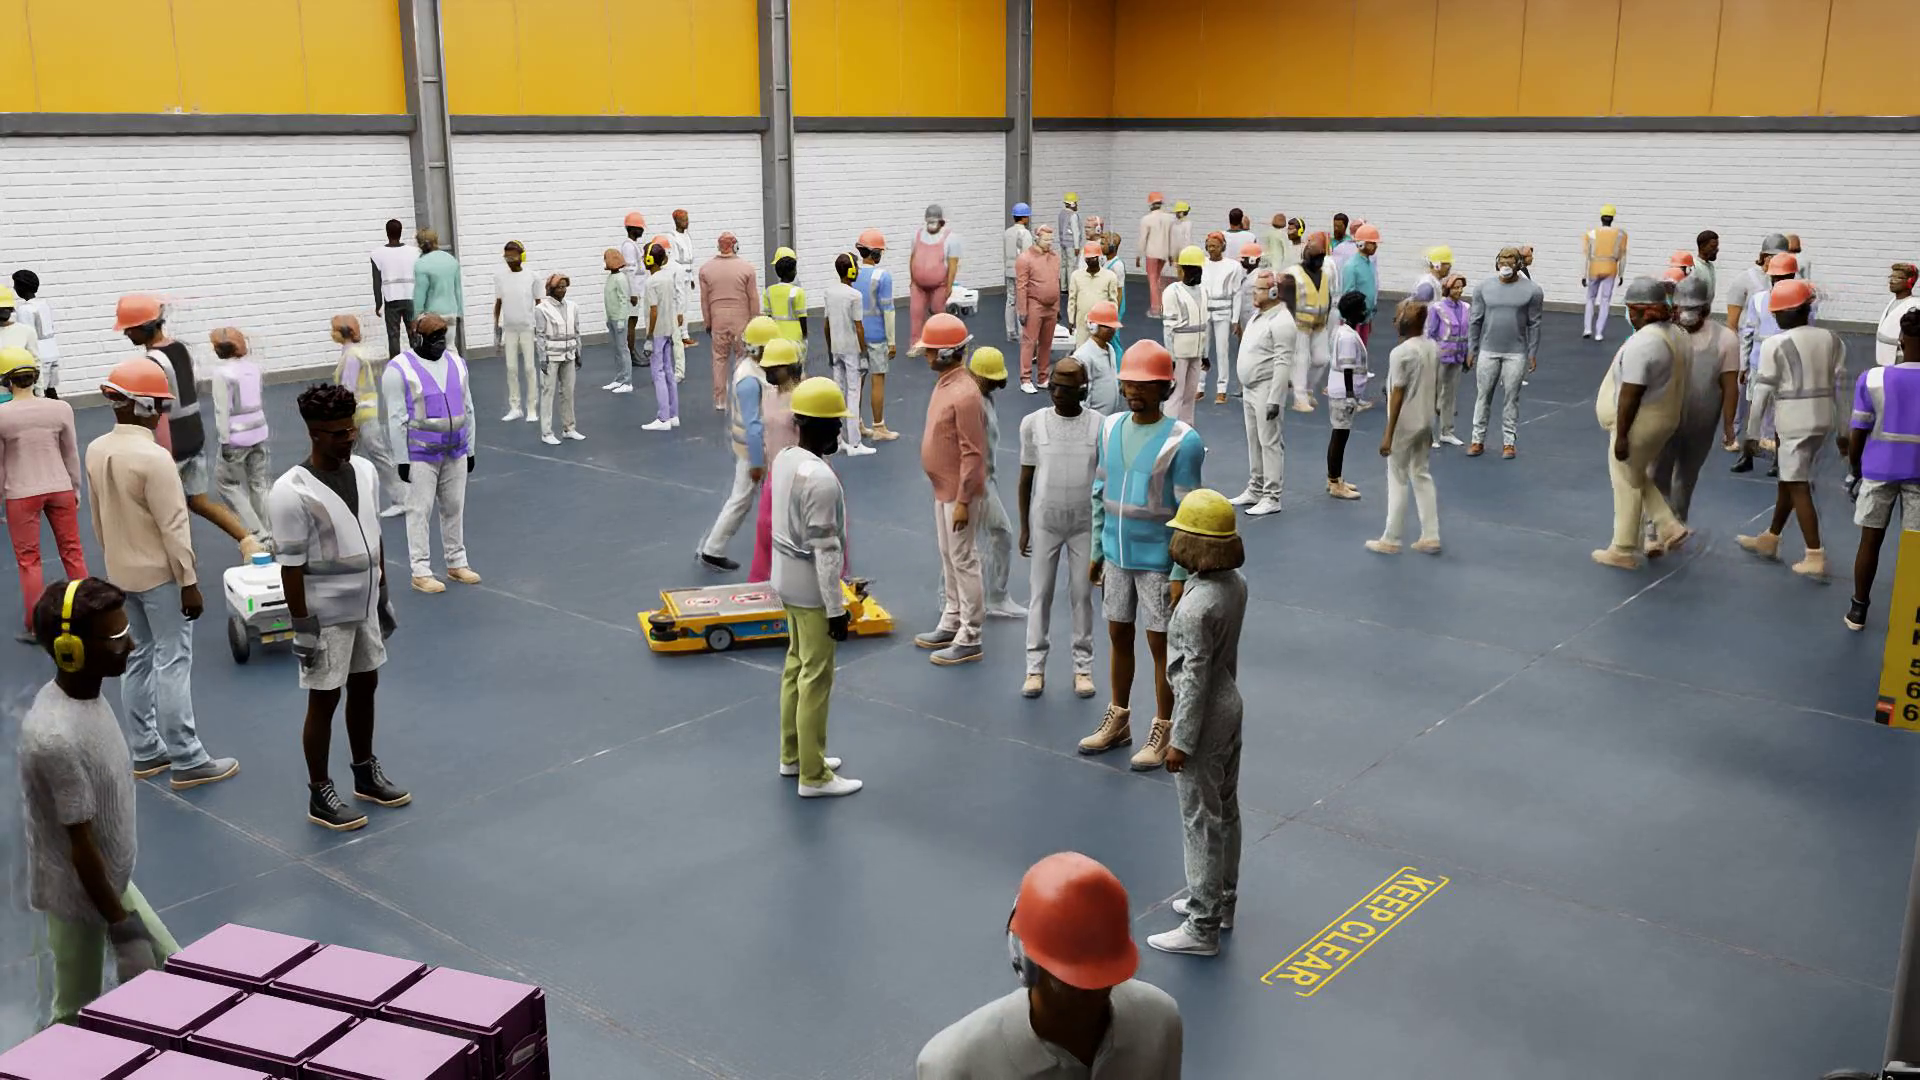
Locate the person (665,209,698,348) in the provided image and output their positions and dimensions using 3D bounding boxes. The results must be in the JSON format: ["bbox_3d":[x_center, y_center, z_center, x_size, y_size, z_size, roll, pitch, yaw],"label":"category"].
[{"bbox_3d":[-3.820,-3.578,22.790,0.337,1.882,0.584,5,15,19],"label":"person"}]

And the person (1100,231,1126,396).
[{"bbox_3d":[1.682,-2.540,18.721,0.346,1.846,0.505,-3,14,-10],"label":"person"}]

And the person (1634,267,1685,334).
[{"bbox_3d":[6.622,-1.707,15.677,0.581,1.700,0.905,8,16,29],"label":"person"}]

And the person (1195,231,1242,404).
[{"bbox_3d":[2.779,-2.433,18.213,0.579,1.883,0.342,6,15,24],"label":"person"}]

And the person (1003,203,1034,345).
[{"bbox_3d":[0.831,-3.703,23.156,0.389,1.949,0.604,-9,17,-32],"label":"person"}]

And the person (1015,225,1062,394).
[{"bbox_3d":[0.929,-2.630,18.970,0.651,1.899,0.403,-12,18,-40],"label":"person"}]

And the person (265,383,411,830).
[{"bbox_3d":[-2.695,0.284,7.221,0.375,1.958,0.599,5,15,18],"label":"person"}]

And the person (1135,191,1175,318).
[{"bbox_3d":[3.030,-4.522,26.365,0.646,1.975,0.671,-8,16,-29],"label":"person"}]

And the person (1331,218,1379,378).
[{"bbox_3d":[4.776,-2.911,20.066,0.410,1.912,0.651,-12,18,-40],"label":"person"}]

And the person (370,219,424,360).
[{"bbox_3d":[-6.654,-2.836,19.756,0.590,1.919,0.391,-7,16,-26],"label":"person"}]

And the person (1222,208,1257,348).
[{"bbox_3d":[3.667,-3.478,22.319,0.590,1.920,0.398,2,14,8],"label":"person"}]

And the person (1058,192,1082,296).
[{"bbox_3d":[1.973,-5.258,29.601,0.403,1.837,0.591,-7,16,-25],"label":"person"}]

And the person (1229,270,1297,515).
[{"bbox_3d":[2.371,-1.158,13.068,0.410,1.913,0.643,-3,14,-12],"label":"person"}]

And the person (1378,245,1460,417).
[{"bbox_3d":[4.872,-2.211,17.529,0.854,1.803,0.599,8,16,28],"label":"person"}]

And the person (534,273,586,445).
[{"bbox_3d":[-3.845,-1.735,15.945,0.318,1.630,0.513,10,17,34],"label":"person"}]

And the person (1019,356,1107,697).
[{"bbox_3d":[0.564,-0.065,8.839,0.505,1.842,0.346,1,14,3],"label":"person"}]

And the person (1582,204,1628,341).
[{"bbox_3d":[9.144,-3.804,23.661,0.590,1.896,0.806,5,15,20],"label":"person"}]

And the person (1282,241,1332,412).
[{"bbox_3d":[3.688,-2.255,17.660,0.641,1.819,0.436,-6,15,-22],"label":"person"}]

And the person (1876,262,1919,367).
[{"bbox_3d":[8.159,-1.486,14.496,0.373,1.848,0.572,3,14,11],"label":"person"}]

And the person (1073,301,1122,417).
[{"bbox_3d":[1.032,-0.898,12.349,0.341,1.747,0.570,7,16,26],"label":"person"}]

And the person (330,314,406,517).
[{"bbox_3d":[-4.709,-0.934,12.810,0.865,1.595,0.520,-7,15,-24],"label":"person"}]

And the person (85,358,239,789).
[{"bbox_3d":[-3.698,0.159,7.649,0.611,1.986,0.392,9,16,31],"label":"person"}]

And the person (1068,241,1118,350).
[{"bbox_3d":[1.471,-2.449,18.540,0.574,1.749,0.333,4,15,17],"label":"person"}]

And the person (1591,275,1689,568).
[{"bbox_3d":[4.651,-0.806,11.394,0.583,2.000,0.693,14,19,43],"label":"person"}]

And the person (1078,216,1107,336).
[{"bbox_3d":[1.647,-3.037,20.579,0.405,1.911,0.636,-6,15,-22],"label":"person"}]

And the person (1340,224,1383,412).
[{"bbox_3d":[4.253,-2.356,17.706,0.411,1.985,0.617,10,17,35],"label":"person"}]

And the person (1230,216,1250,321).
[{"bbox_3d":[4.402,-4.223,25.890,0.317,1.630,0.509,10,17,35],"label":"person"}]

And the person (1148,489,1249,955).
[{"bbox_3d":[0.878,0.667,6.111,0.296,1.745,0.485,7,16,26],"label":"person"}]

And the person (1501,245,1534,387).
[{"bbox_3d":[6.496,-2.597,19.357,0.308,1.645,0.516,10,17,35],"label":"person"}]

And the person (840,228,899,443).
[{"bbox_3d":[-0.852,-1.963,16.014,0.616,2.041,0.381,10,17,36],"label":"person"}]

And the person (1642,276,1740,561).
[{"bbox_3d":[5.081,-0.881,11.693,0.692,2.000,1.008,4,15,16],"label":"person"}]

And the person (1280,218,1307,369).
[{"bbox_3d":[4.177,-3.089,20.864,0.329,1.872,0.508,-7,16,-25],"label":"person"}]

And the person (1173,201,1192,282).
[{"bbox_3d":[3.702,-4.756,27.753,0.341,1.760,0.525,-3,14,-12],"label":"person"}]

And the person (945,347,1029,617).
[{"bbox_3d":[0.198,-0.349,10.234,0.680,1.700,0.540,1,14,6],"label":"person"}]

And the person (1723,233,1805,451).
[{"bbox_3d":[7.515,-1.834,15.503,0.684,2.000,0.538,0,14,1],"label":"person"}]

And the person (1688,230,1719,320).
[{"bbox_3d":[7.858,-2.347,17.801,0.389,1.918,0.590,12,19,41],"label":"person"}]

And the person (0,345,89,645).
[{"bbox_3d":[-5.459,-0.267,9.821,0.350,1.758,0.522,12,18,39],"label":"person"}]
